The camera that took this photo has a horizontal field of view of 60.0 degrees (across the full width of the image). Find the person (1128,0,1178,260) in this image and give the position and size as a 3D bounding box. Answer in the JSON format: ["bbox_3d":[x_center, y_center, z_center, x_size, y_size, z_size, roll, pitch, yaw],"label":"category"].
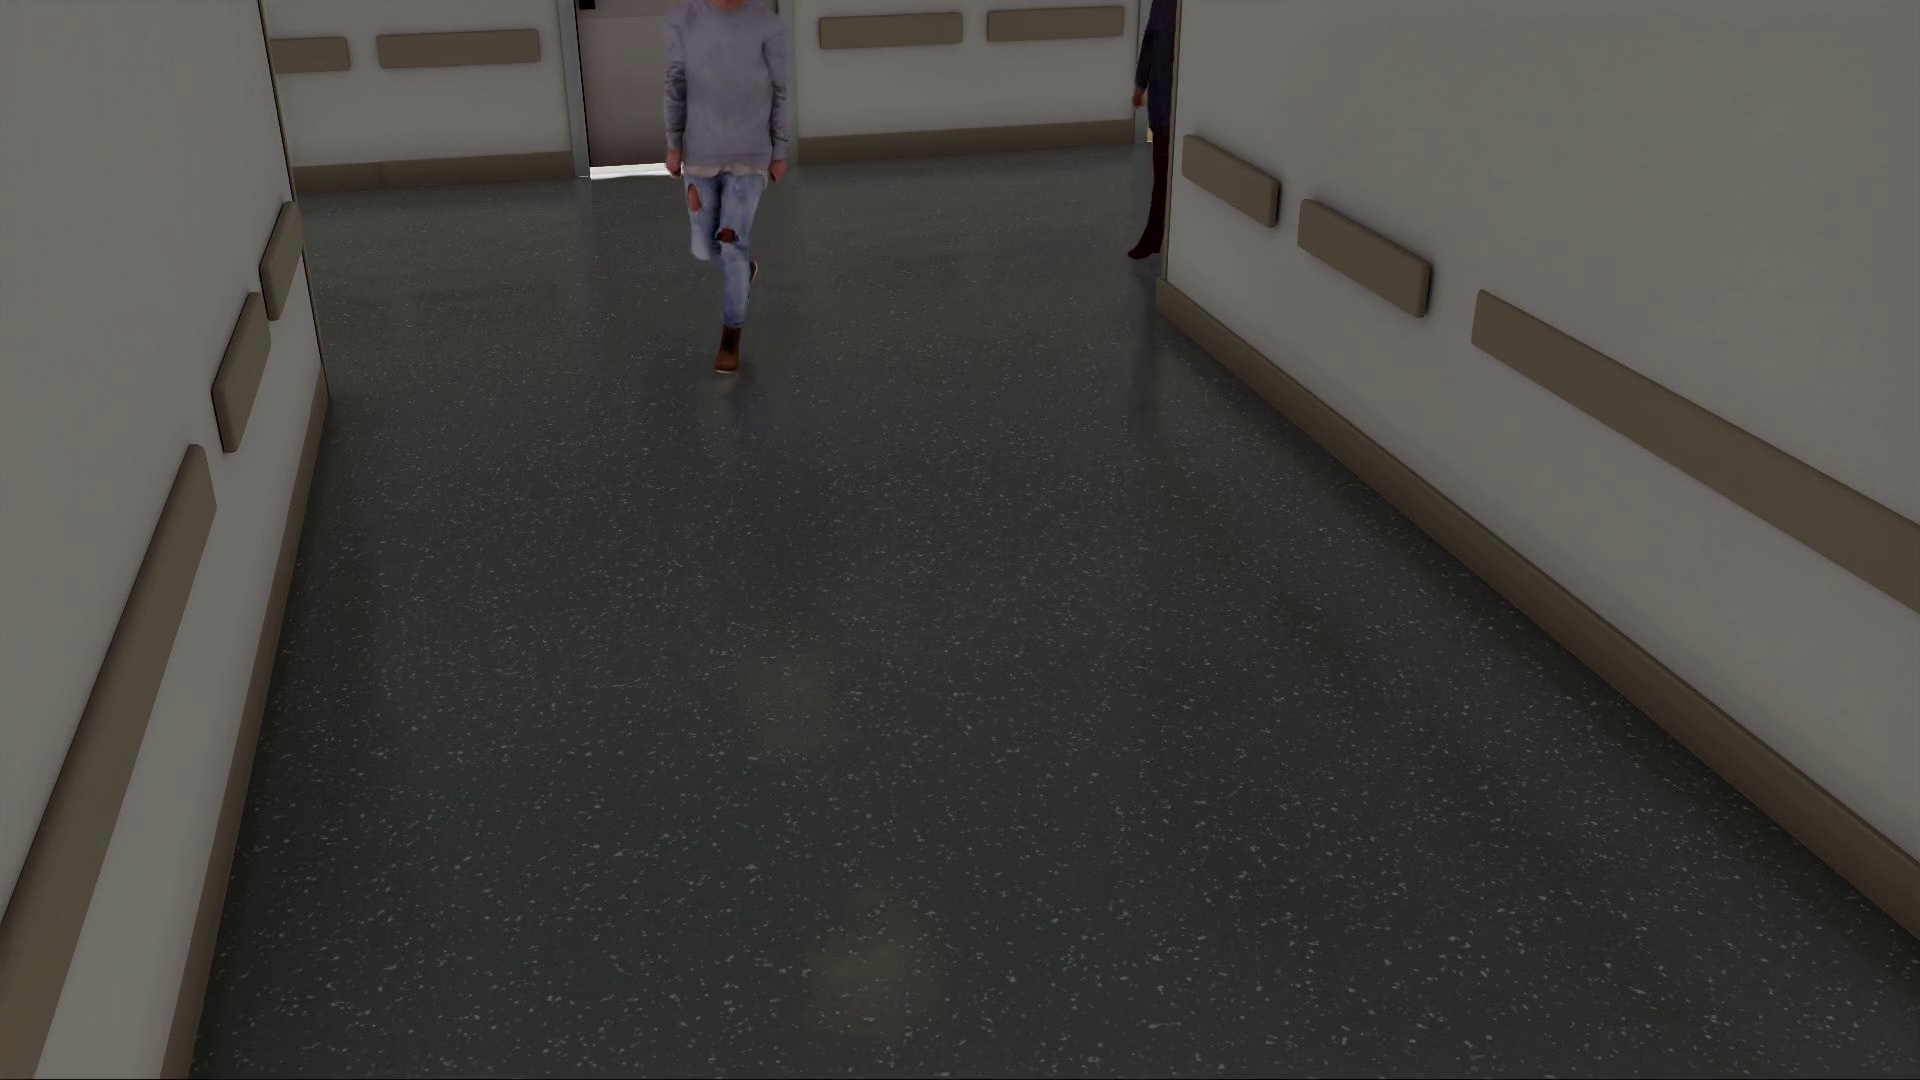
[{"bbox_3d":[1.171,-2.301,8.549,1.115,1.684,0.857,-18,31,-33],"label":"person"}]

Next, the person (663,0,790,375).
[{"bbox_3d":[-0.971,-1.648,7.058,0.982,1.803,0.959,4,26,9],"label":"person"}]
